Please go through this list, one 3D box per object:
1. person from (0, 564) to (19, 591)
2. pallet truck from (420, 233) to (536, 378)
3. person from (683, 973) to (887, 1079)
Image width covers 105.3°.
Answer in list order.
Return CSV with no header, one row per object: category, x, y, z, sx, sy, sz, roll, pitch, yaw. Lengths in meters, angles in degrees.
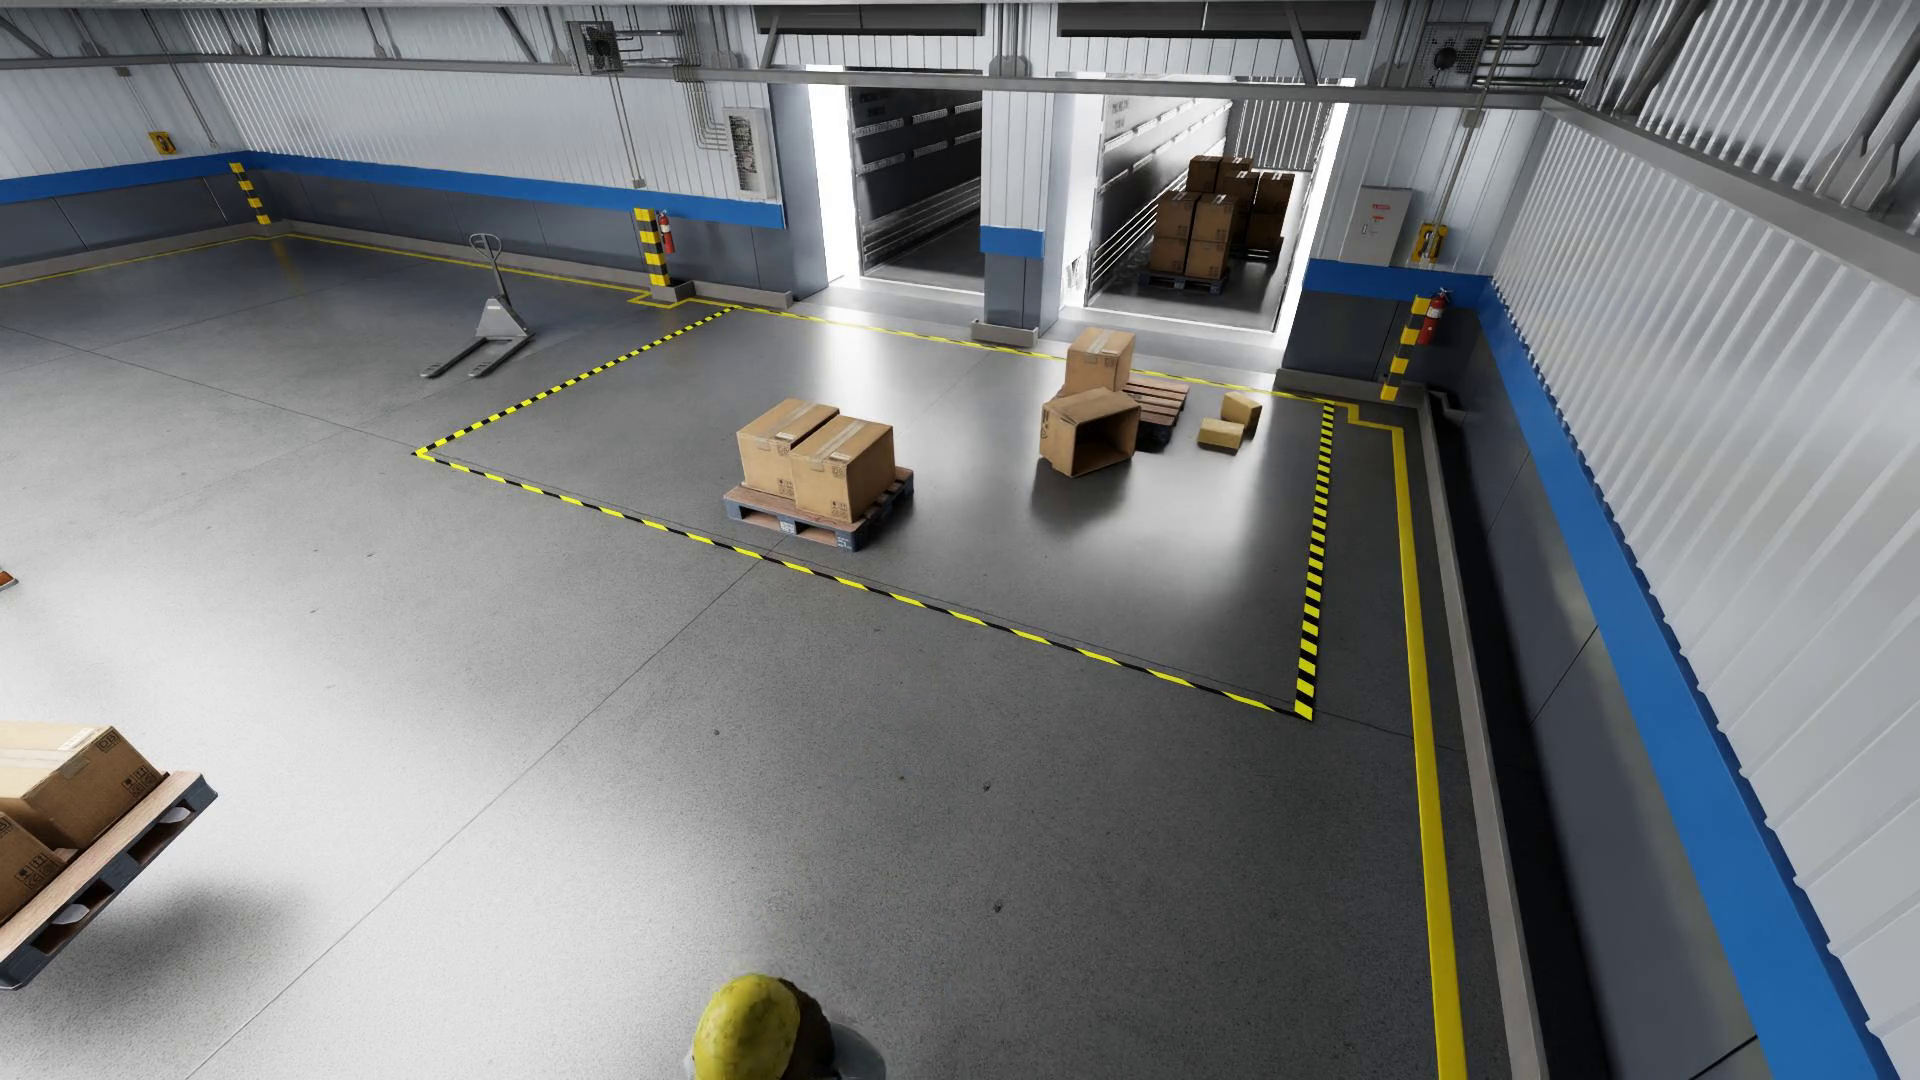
person,-6.907,-0.448,4.638,0.603,1.949,0.386,17,39,22
pallet truck,-5.664,-2.712,8.427,0.680,1.201,1.601,0,35,-1
person,-0.401,1.574,1.989,0.490,1.721,0.565,3,36,4
